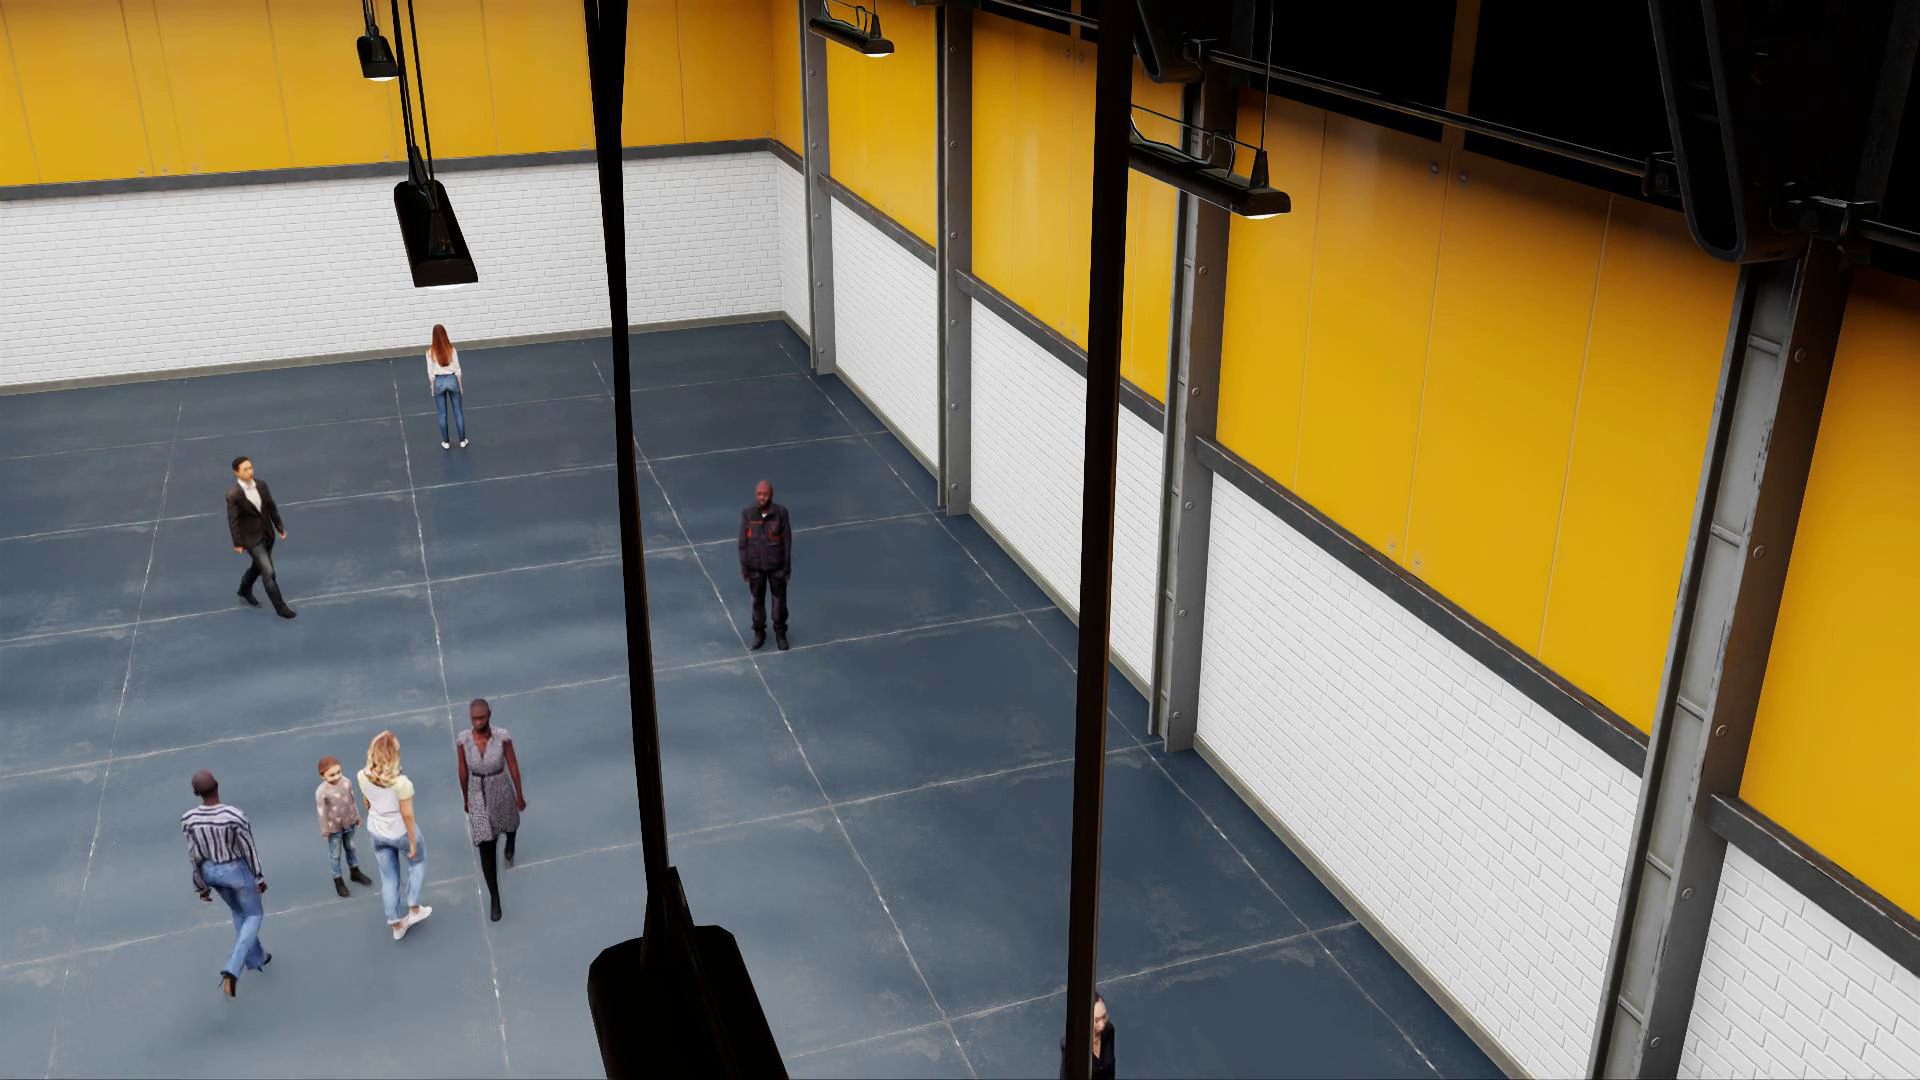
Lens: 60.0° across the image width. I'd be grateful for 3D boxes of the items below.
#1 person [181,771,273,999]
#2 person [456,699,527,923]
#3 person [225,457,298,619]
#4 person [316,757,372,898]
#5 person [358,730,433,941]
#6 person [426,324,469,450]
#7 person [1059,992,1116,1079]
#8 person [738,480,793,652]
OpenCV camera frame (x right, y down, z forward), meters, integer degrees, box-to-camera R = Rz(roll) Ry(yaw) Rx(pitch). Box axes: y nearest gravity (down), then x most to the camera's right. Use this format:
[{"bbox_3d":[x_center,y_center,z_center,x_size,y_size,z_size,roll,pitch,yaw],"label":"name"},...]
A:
[{"bbox_3d":[-5.255,2.503,11.908,0.870,1.759,1.061,2,24,4],"label":"person"},{"bbox_3d":[-3.652,2.011,13.052,0.740,1.745,1.210,-5,24,-12],"label":"person"},{"bbox_3d":[-7.563,-0.052,17.740,1.211,1.769,1.158,10,26,22],"label":"person"},{"bbox_3d":[-4.936,2.240,13.215,0.583,1.195,0.552,19,30,37],"label":"person"},{"bbox_3d":[-4.305,2.274,12.496,0.765,1.708,0.813,3,24,8],"label":"person"},{"bbox_3d":[-6.924,-2.078,22.427,0.577,1.728,0.514,-7,25,-16],"label":"person"},{"bbox_3d":[0.758,3.400,9.917,0.629,1.712,0.590,-18,29,-35],"label":"person"},{"bbox_3d":[-1.978,0.220,17.050,0.780,1.824,0.740,0,24,0],"label":"person"}]
